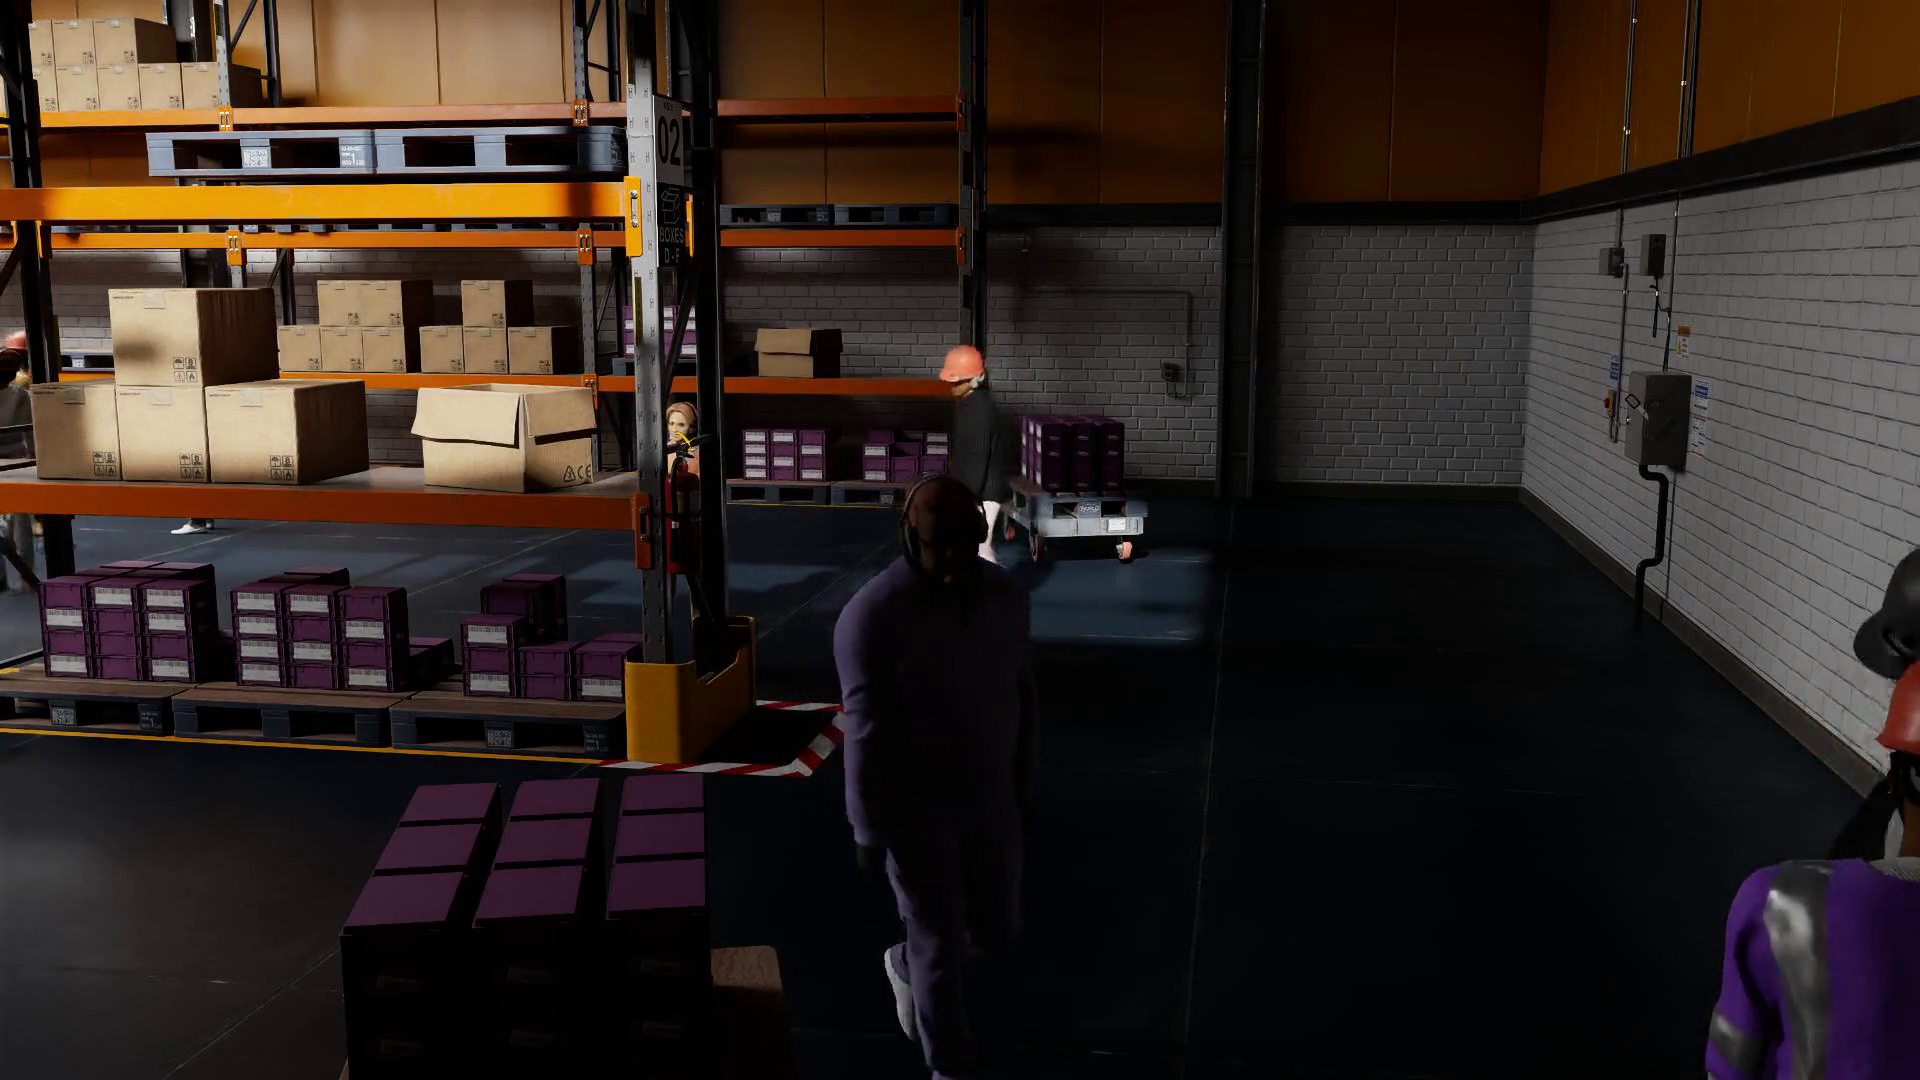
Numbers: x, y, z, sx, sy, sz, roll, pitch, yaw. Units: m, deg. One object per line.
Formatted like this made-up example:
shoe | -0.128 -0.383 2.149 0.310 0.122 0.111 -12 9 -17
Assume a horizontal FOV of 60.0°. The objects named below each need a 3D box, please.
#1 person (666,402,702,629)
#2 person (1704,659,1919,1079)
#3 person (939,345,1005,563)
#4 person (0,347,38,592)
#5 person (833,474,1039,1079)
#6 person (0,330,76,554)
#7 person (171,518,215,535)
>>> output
person | -1.669 -0.018 10.046 0.514 1.637 0.314 -2 9 -13
person | 1.334 1.103 2.376 0.555 1.890 0.732 5 10 28
person | 0.089 -0.288 10.760 0.523 1.946 0.657 -2 9 -10
person | -7.220 -0.509 12.485 0.617 1.868 0.356 -5 11 -30
person | -0.087 0.723 4.753 0.654 1.876 0.598 -6 11 -35
person | -7.912 -0.816 14.089 0.553 1.924 0.572 -5 10 -28
person | -7.112 -1.007 15.303 0.373 1.921 0.585 -1 9 -5
